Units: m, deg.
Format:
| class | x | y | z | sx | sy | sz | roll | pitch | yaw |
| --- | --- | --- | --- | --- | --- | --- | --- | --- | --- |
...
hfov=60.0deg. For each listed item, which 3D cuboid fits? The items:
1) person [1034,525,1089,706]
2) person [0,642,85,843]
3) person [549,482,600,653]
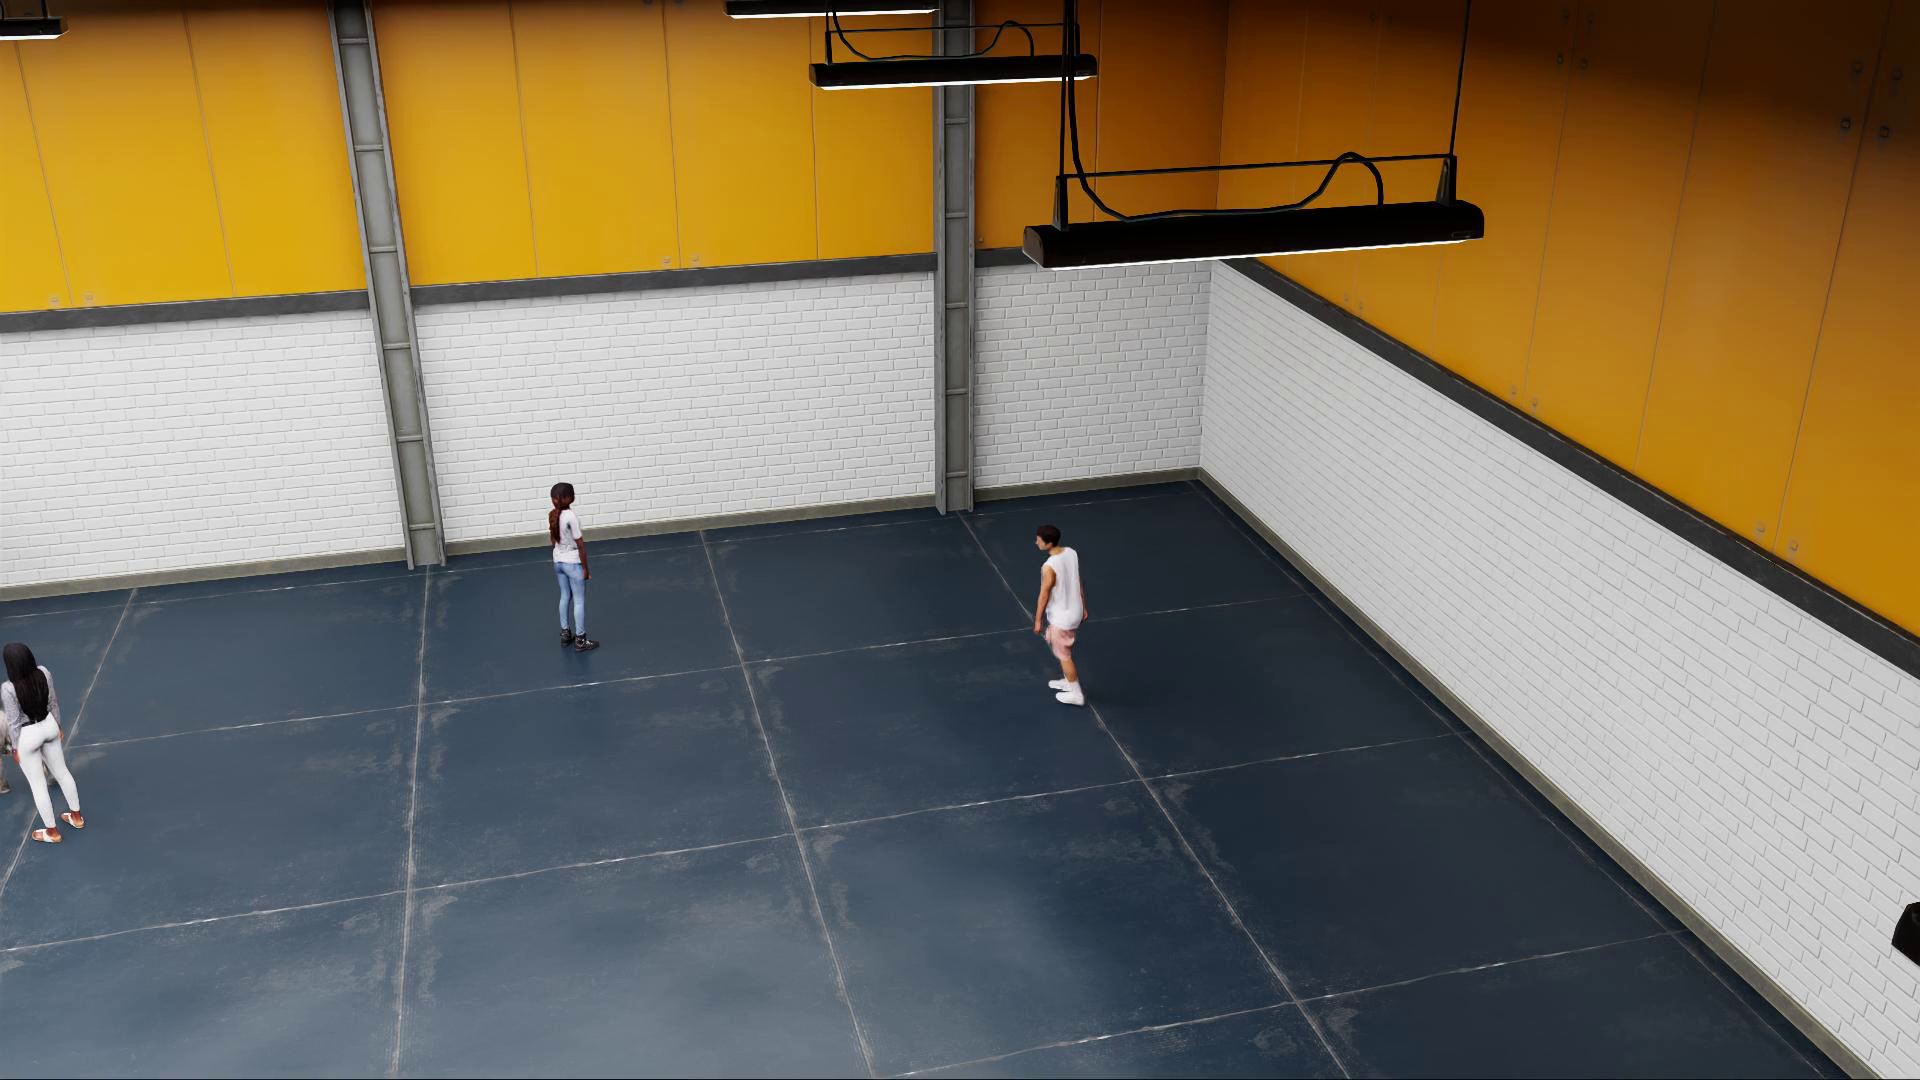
| class | x | y | z | sx | sy | sz | roll | pitch | yaw |
| --- | --- | --- | --- | --- | --- | --- | --- | --- | --- |
| person | 1.002 | 0.703 | 15.087 | 0.894 | 1.736 | 0.834 | 19 | 30 | 37 |
| person | -7.280 | 1.570 | 13.120 | 0.713 | 1.725 | 0.677 | 10 | 26 | 22 |
| person | -3.794 | 0.242 | 16.165 | 0.662 | 1.719 | 0.690 | 18 | 29 | 35 |
